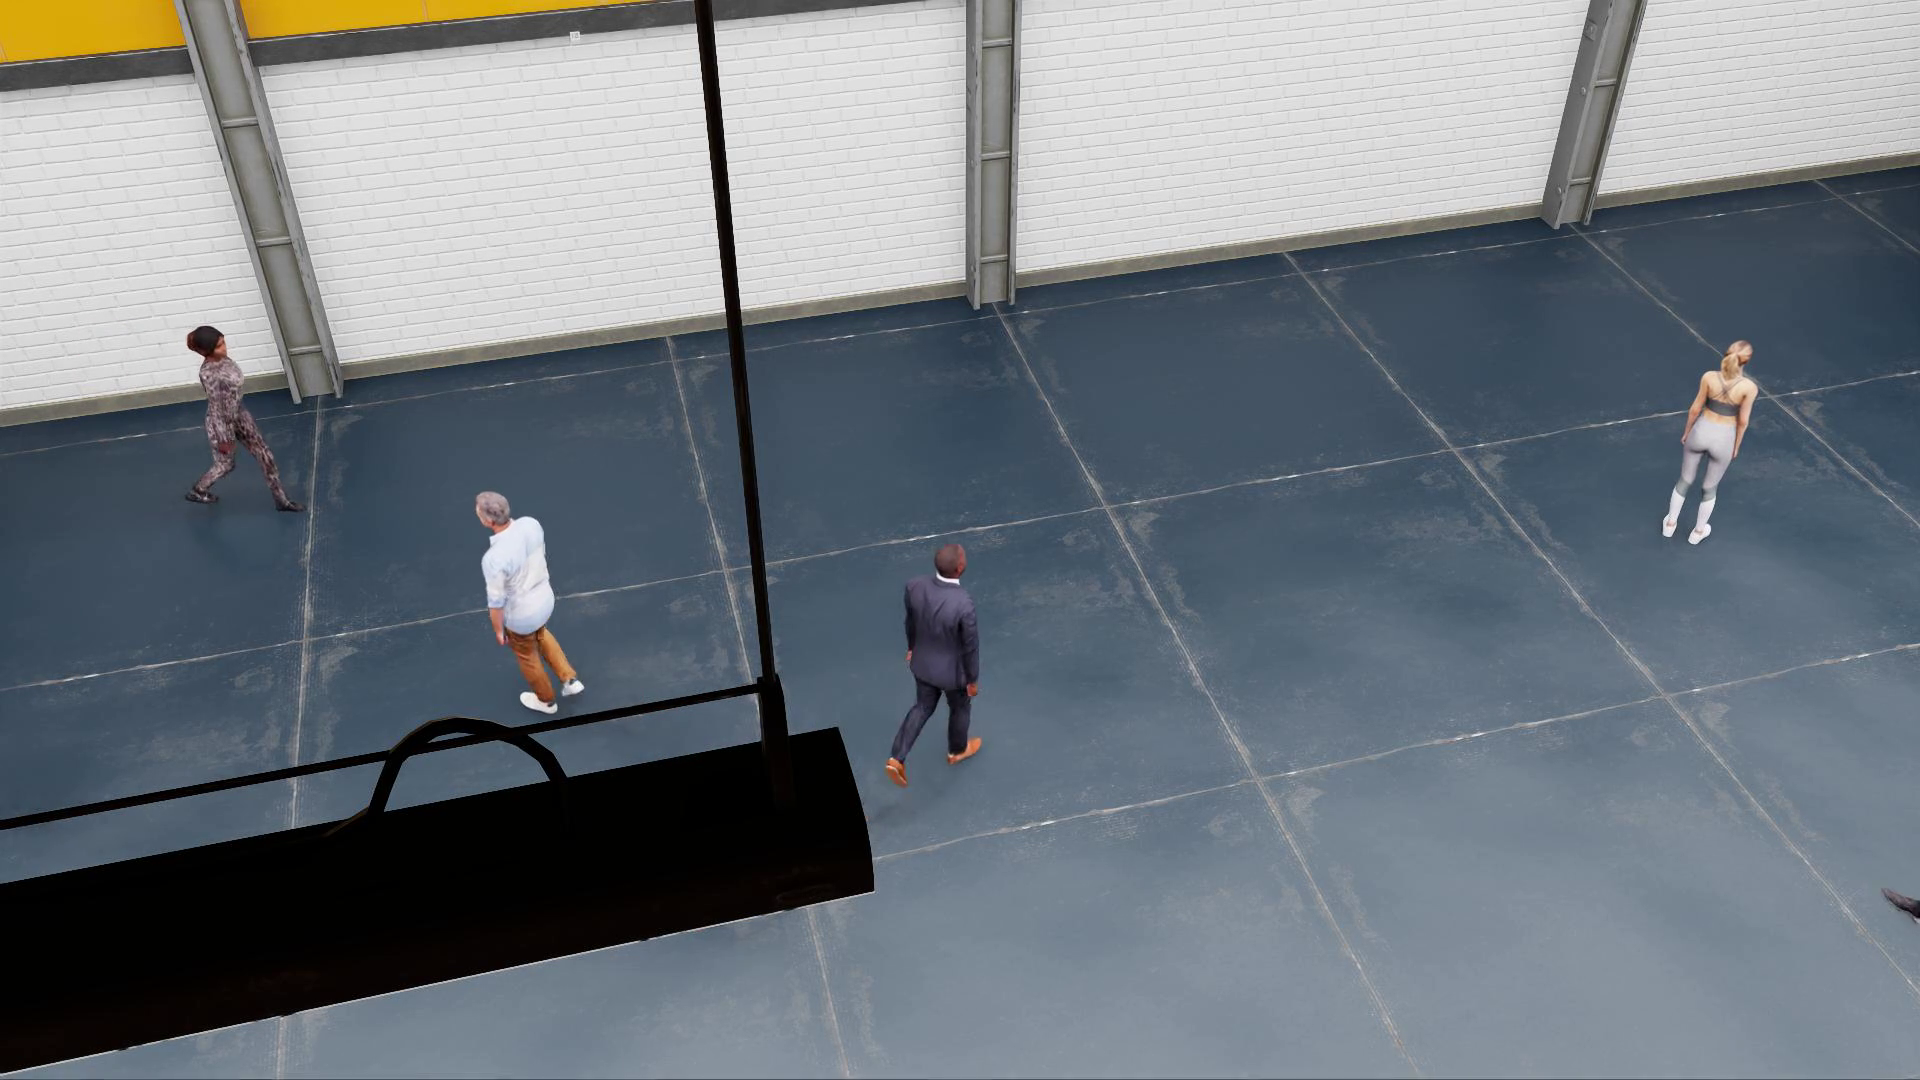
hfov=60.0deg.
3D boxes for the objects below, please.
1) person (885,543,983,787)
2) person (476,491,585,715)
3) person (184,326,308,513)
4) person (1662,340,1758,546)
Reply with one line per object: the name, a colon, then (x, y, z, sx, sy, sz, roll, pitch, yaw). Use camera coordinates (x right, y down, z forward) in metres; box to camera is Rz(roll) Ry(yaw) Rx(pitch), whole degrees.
person: (-0.152, 0.819, 10.224, 1.043, 1.797, 1.157, 27, 46, 30)
person: (-2.723, 0.446, 10.682, 0.907, 1.807, 0.852, 18, 42, 21)
person: (-5.538, -0.857, 12.421, 1.204, 1.673, 0.866, 1, 39, 1)
person: (5.520, -0.722, 12.229, 0.649, 1.702, 0.700, 23, 44, 26)
